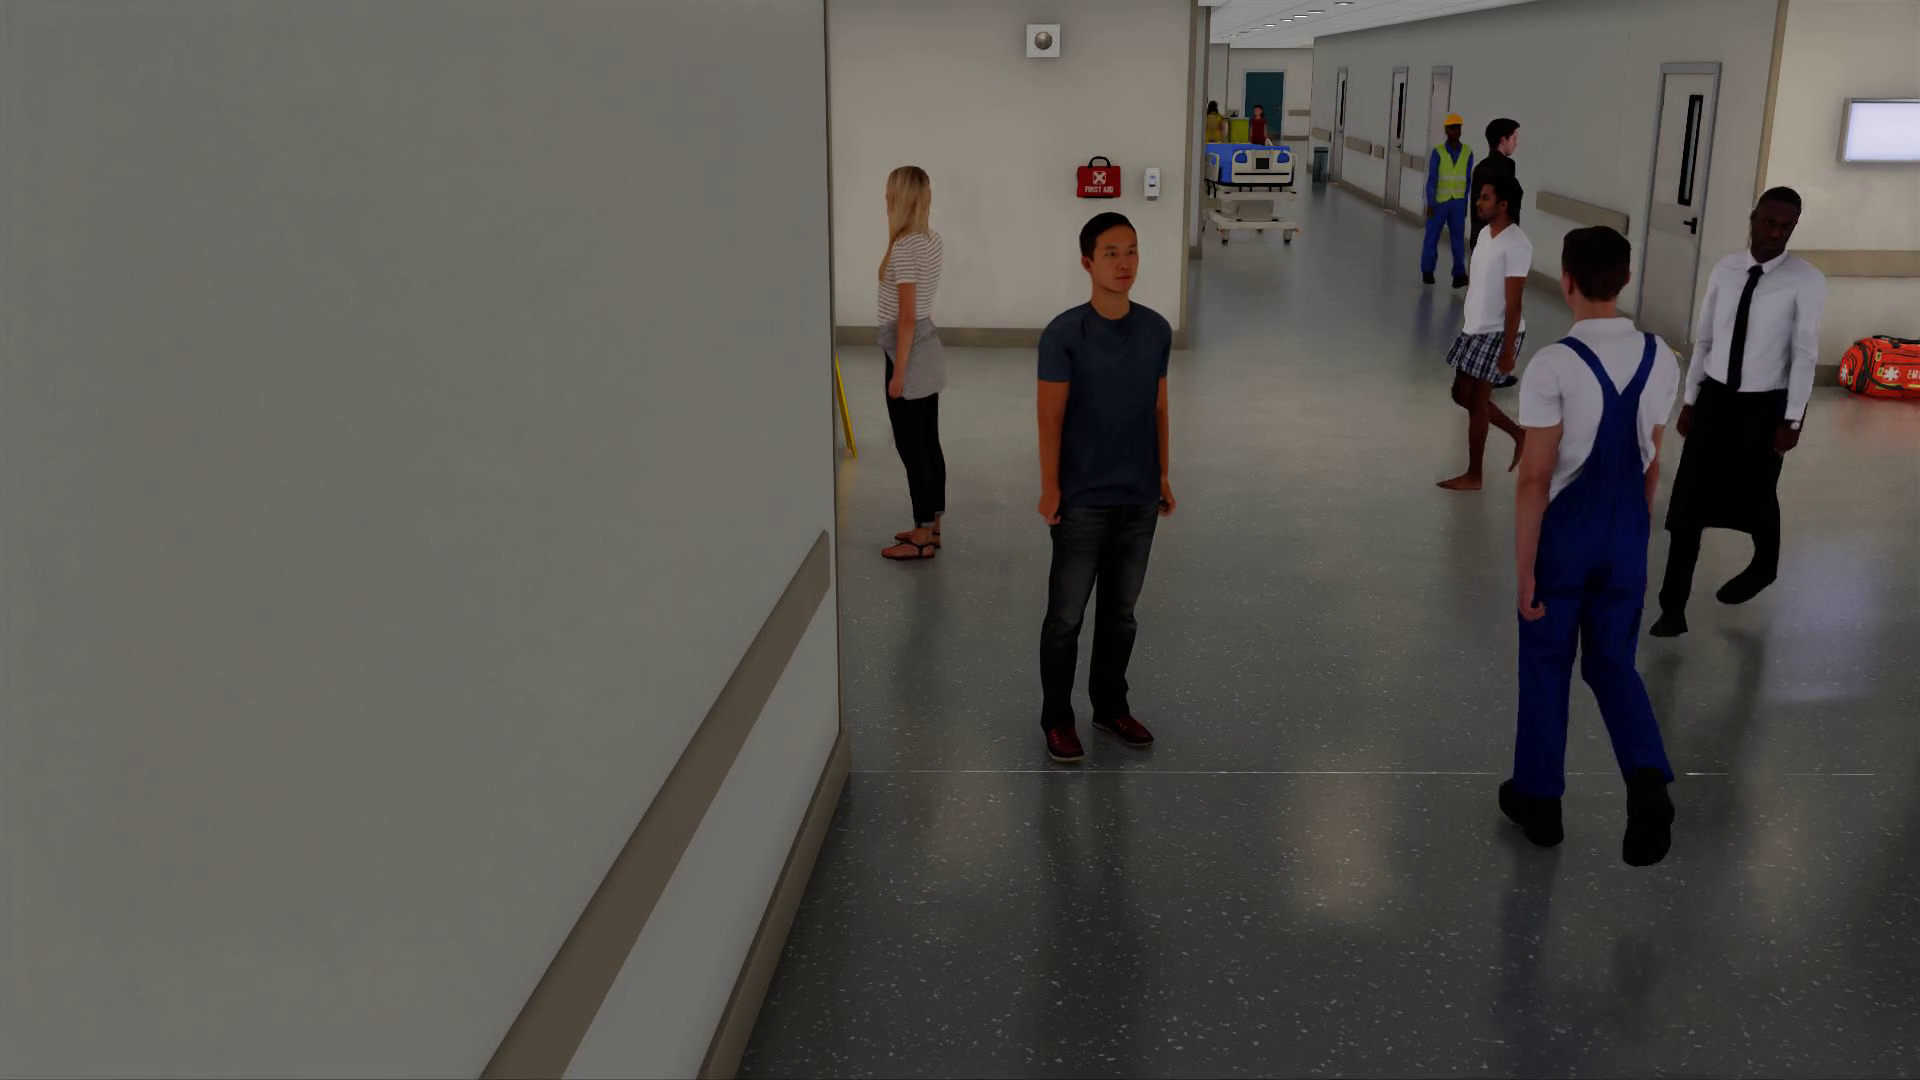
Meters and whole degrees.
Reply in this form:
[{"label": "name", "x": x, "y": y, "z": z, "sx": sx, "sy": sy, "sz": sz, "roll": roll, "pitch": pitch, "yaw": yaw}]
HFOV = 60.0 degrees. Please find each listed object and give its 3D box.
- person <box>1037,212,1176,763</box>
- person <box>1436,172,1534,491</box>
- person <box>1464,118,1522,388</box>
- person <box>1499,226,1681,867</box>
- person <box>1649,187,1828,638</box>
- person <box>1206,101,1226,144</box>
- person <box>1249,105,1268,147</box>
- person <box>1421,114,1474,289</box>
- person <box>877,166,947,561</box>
[{"label": "person", "x": 0.469, "y": -0.174, "z": 5.537, "sx": 0.674, "sy": 1.810, "sz": 0.795, "roll": -8, "pitch": 17, "yaw": -25}, {"label": "person", "x": 2.959, "y": -1.119, "z": 9.055, "sx": 0.886, "sy": 1.720, "sz": 0.752, "roll": -2, "pitch": 16, "yaw": -7}, {"label": "person", "x": 3.884, "y": -2.104, "z": 12.172, "sx": 0.619, "sy": 1.923, "sz": 0.706, "roll": 0, "pitch": 16, "yaw": 0}, {"label": "person", "x": 1.796, "y": 0.064, "z": 4.649, "sx": 1.019, "sy": 1.833, "sz": 0.805, "roll": -1, "pitch": 16, "yaw": -5}, {"label": "person", "x": 3.219, "y": -0.482, "z": 6.696, "sx": 1.321, "sy": 1.773, "sz": 1.272, "roll": -11, "pitch": 19, "yaw": -35}, {"label": "person", "x": 5.280, "y": -8.312, "z": 34.786, "sx": 1.177, "sy": 1.601, "sz": 0.857, "roll": 0, "pitch": 16, "yaw": 1}, {"label": "person", "x": 6.460, "y": -8.613, "z": 35.961, "sx": 0.788, "sy": 1.536, "sz": 0.726, "roll": 6, "pitch": 17, "yaw": 19}, {"label": "person", "x": 5.120, "y": -3.557, "z": 17.610, "sx": 1.150, "sy": 1.769, "sz": 0.897, "roll": -2, "pitch": 16, "yaw": -5}, {"label": "person", "x": -0.195, "y": -0.823, "z": 7.806, "sx": 0.596, "sy": 1.827, "sz": 0.655, "roll": 5, "pitch": 16, "yaw": 17}]
